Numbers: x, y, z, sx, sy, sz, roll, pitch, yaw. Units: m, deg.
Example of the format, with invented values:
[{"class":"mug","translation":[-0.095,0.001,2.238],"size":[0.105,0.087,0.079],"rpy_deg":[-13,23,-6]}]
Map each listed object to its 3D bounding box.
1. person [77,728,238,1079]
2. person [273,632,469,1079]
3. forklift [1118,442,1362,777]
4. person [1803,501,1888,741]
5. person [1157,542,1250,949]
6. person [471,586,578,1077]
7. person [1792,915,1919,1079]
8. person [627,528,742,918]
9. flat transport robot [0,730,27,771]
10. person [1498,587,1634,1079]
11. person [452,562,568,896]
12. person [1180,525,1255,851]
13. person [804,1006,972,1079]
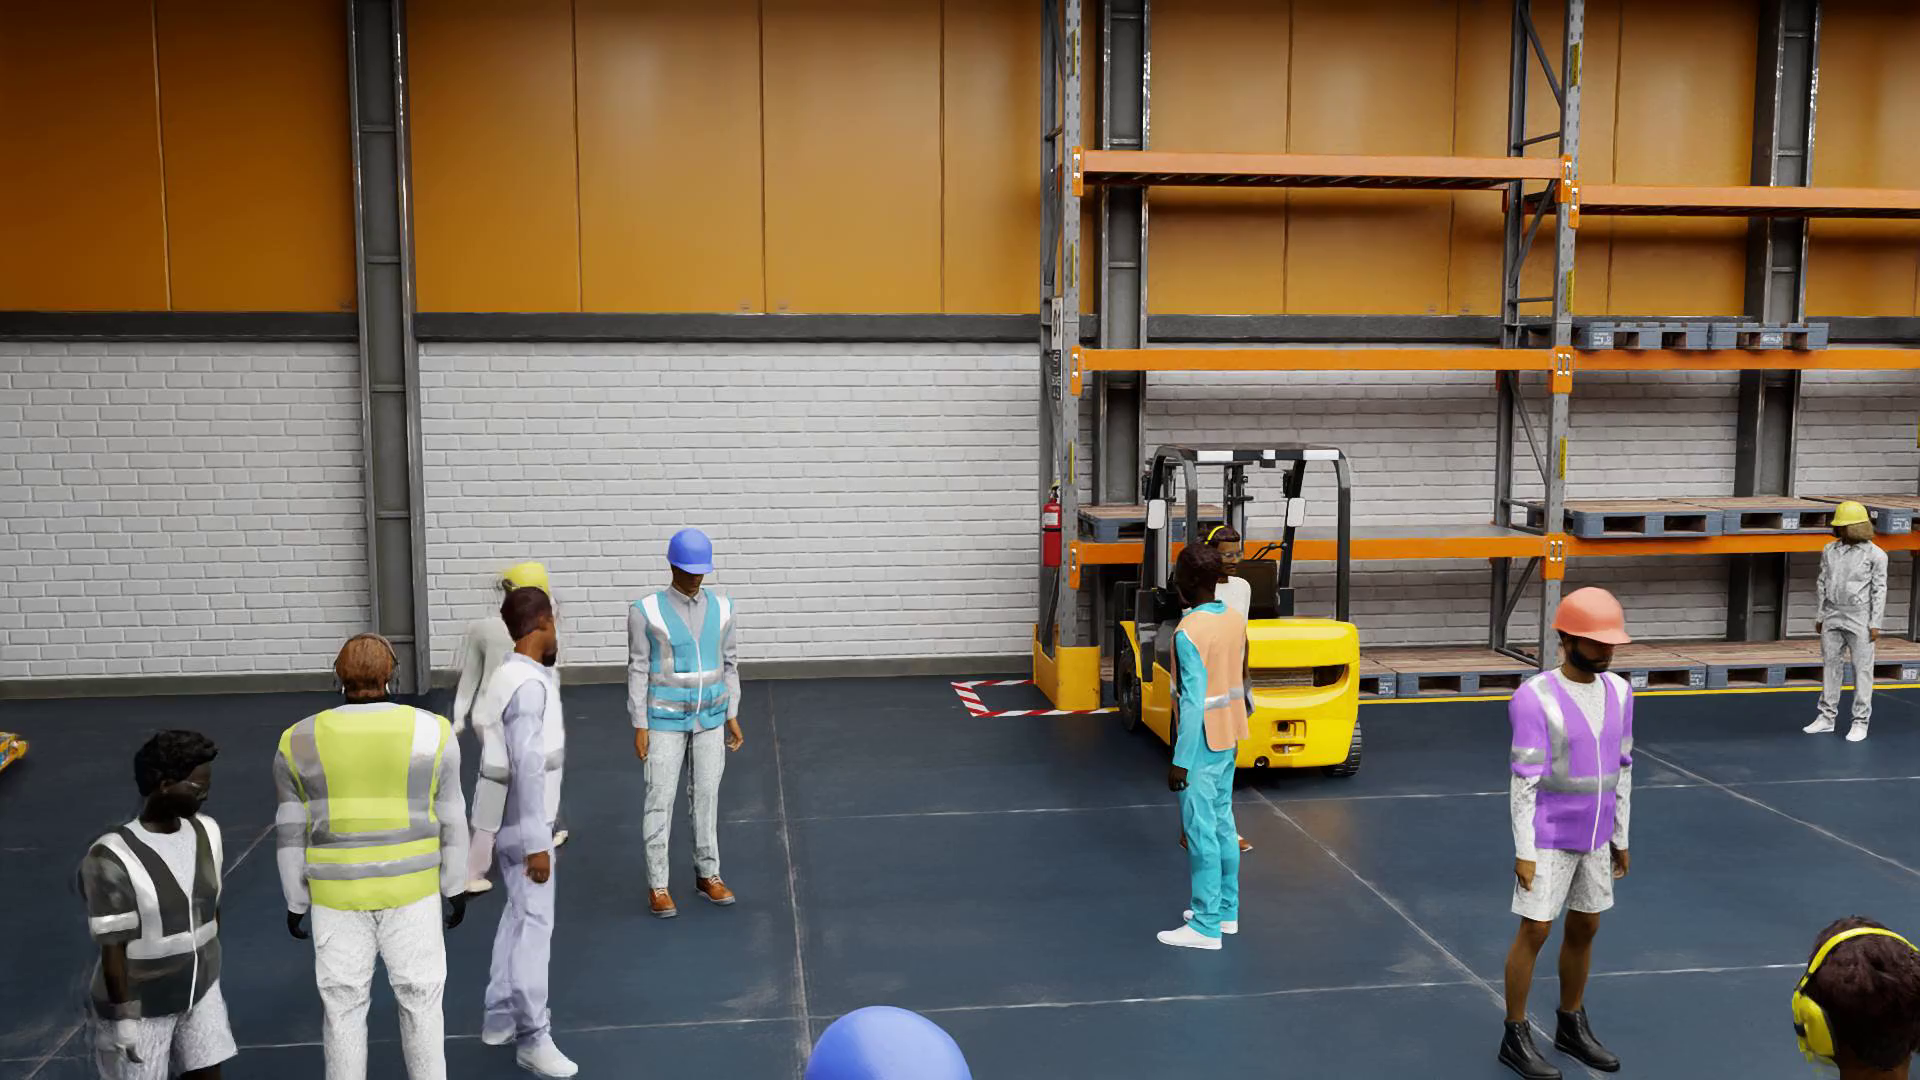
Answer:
[{"class":"person","translation":[-2.540,1.399,5.186],"size":[0.661,1.663,0.522],"rpy_deg":[3,7,24]},{"class":"person","translation":[-2.056,1.236,5.868],"size":[0.633,1.839,0.429],"rpy_deg":[-2,7,-17]},{"class":"forklift","translation":[1.912,0.418,11.496],"size":[1.214,2.155,2.313],"rpy_deg":[-1,7,-8]},{"class":"person","translation":[6.424,0.583,12.045],"size":[0.322,1.735,0.487],"rpy_deg":[-4,8,-30]},{"class":"person","translation":[1.170,0.968,7.877],"size":[0.371,1.916,0.597],"rpy_deg":[4,8,30]},{"class":"person","translation":[-1.743,1.138,6.563],"size":[0.364,1.884,0.703],"rpy_deg":[-2,7,-17]},{"class":"person","translation":[1.554,1.579,2.815],"size":[0.533,1.852,0.477],"rpy_deg":[2,7,14]},{"class":"person","translation":[-1.374,0.902,8.370],"size":[0.602,1.939,0.398],"rpy_deg":[-5,8,-35]},{"class":"flat transport robot","translation":[-6.573,1.458,10.728],"size":[0.652,0.197,1.431],"rpy_deg":[-2,7,-16]},{"class":"person","translation":[2.369,1.133,6.405],"size":[0.544,1.928,0.401],"rpy_deg":[-3,7,-22]},{"class":"person","translation":[-2.383,0.968,8.795],"size":[0.587,1.692,0.913],"rpy_deg":[3,7,22]},{"class":"person","translation":[1.448,0.837,9.302],"size":[0.504,1.861,0.329],"rpy_deg":[-5,8,-37]},{"class":"person","translation":[-0.057,1.595,2.313],"size":[0.415,1.940,0.605],"rpy_deg":[5,8,38]}]
